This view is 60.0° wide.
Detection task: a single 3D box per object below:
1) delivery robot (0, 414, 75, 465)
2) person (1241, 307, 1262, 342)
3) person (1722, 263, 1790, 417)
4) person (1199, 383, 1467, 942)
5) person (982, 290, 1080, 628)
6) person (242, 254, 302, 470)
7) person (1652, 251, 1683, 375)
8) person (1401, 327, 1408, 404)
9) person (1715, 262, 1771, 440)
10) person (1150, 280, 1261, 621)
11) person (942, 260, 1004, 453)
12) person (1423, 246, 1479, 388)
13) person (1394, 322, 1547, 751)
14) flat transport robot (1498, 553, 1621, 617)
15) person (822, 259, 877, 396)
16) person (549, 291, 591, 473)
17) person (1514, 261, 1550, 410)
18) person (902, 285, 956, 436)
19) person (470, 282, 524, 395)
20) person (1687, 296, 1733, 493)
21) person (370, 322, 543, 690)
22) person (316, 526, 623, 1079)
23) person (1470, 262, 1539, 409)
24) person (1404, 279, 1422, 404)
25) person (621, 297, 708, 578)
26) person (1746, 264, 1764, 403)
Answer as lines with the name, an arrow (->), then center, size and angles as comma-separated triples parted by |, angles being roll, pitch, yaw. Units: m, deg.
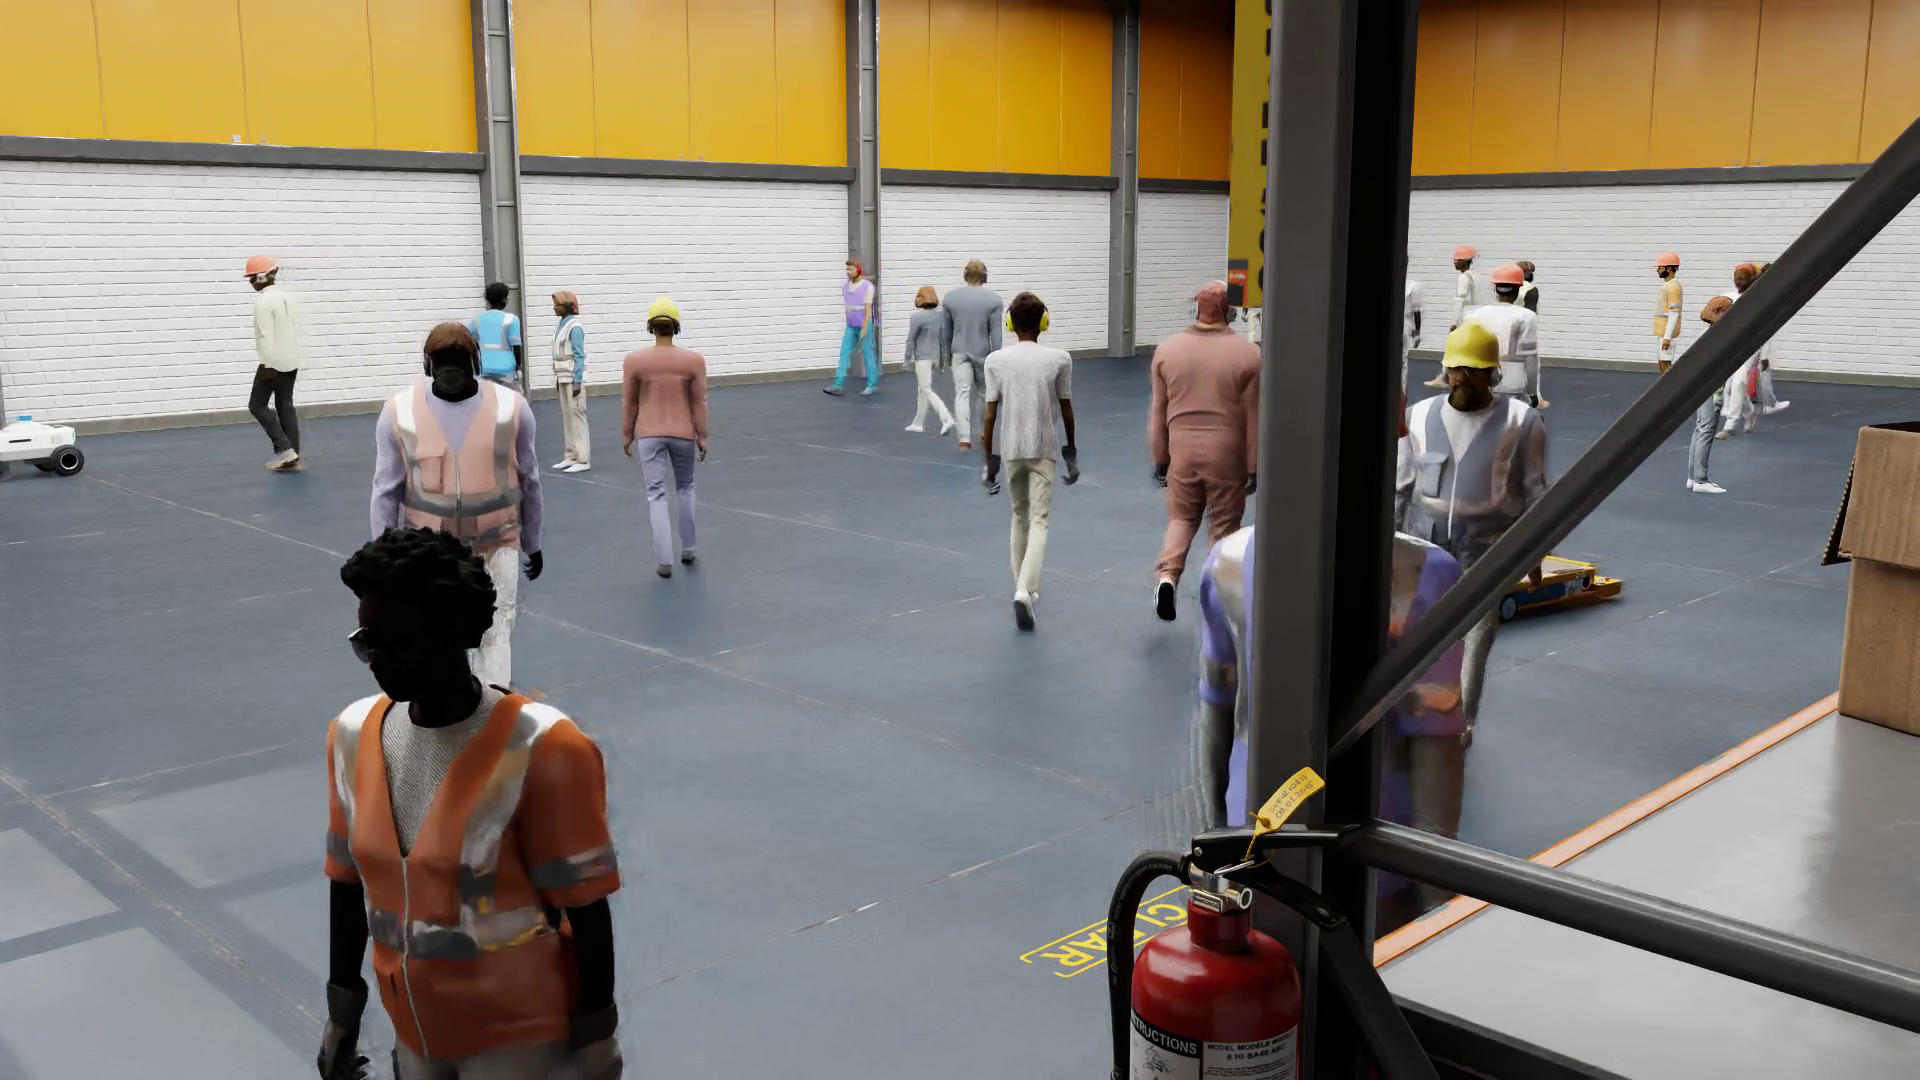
delivery robot -> -8.234, -0.870, 14.689 | 0.477, 0.478, 0.707 | 9, 14, 40
person -> 4.764, -3.660, 26.595 | 0.515, 1.866, 0.318 | 0, 10, 0
person -> 9.402, -2.344, 19.583 | 1.007, 1.798, 0.535 | -5, 12, -27
person -> 0.759, 0.578, 3.327 | 0.587, 1.915, 0.612 | 7, 13, 35
person -> 0.367, -0.455, 9.201 | 0.514, 1.838, 0.890 | 3, 11, 17
person -> -6.208, -1.596, 15.083 | 0.504, 1.958, 0.602 | 1, 10, 8
person -> 8.453, -2.484, 19.972 | 0.364, 1.935, 0.553 | 3, 11, 17
person -> 3.478, -1.265, 13.900 | 0.489, 1.723, 0.610 | -1, 10, -4
person -> 8.279, -2.000, 17.560 | 0.827, 1.856, 0.579 | -7, 13, -34
person -> 1.320, -0.440, 8.950 | 0.641, 1.897, 0.571 | 5, 12, 26
person -> 0.134, -1.845, 16.646 | 0.632, 1.884, 1.004 | 1, 10, 6
person -> 7.060, -3.076, 23.081 | 1.050, 1.996, 0.618 | 5, 11, 24
person -> 1.954, 0.042, 6.595 | 0.624, 1.786, 0.901 | 7, 12, 33
flat transport robot -> 3.112, 0.250, 9.611 | 1.431, 0.197, 0.652 | -7, 13, -34
person -> -1.431, -2.790, 22.008 | 0.571, 1.808, 0.901 | 9, 13, 39
person -> -3.528, -1.430, 15.046 | 0.310, 1.636, 0.522 | -6, 12, -31
person -> 6.928, -2.491, 20.329 | 0.783, 1.815, 0.661 | -4, 11, -21
person -> -0.316, -1.923, 17.824 | 0.784, 1.604, 0.506 | 9, 14, 40
person -> -4.468, -1.646, 16.081 | 0.547, 1.676, 0.350 | 1, 10, 5
person -> 6.276, -1.214, 13.875 | 0.276, 1.633, 0.507 | 2, 11, 13
person -> -2.019, 0.024, 6.700 | 0.659, 1.785, 0.985 | -2, 11, -12
person -> -0.814, 0.798, 2.763 | 0.553, 1.679, 0.364 | 5, 12, 28
person -> 4.294, -1.221, 13.152 | 0.547, 1.922, 0.419 | 10, 15, 44
person -> 5.347, -2.595, 20.626 | 0.998, 1.914, 0.615 | -9, 14, -40
person -> -1.881, -0.660, 10.571 | 0.527, 1.744, 0.718 | -3, 11, -16
person -> 10.088, -2.633, 21.250 | 0.310, 1.768, 0.533 | -7, 12, -33
